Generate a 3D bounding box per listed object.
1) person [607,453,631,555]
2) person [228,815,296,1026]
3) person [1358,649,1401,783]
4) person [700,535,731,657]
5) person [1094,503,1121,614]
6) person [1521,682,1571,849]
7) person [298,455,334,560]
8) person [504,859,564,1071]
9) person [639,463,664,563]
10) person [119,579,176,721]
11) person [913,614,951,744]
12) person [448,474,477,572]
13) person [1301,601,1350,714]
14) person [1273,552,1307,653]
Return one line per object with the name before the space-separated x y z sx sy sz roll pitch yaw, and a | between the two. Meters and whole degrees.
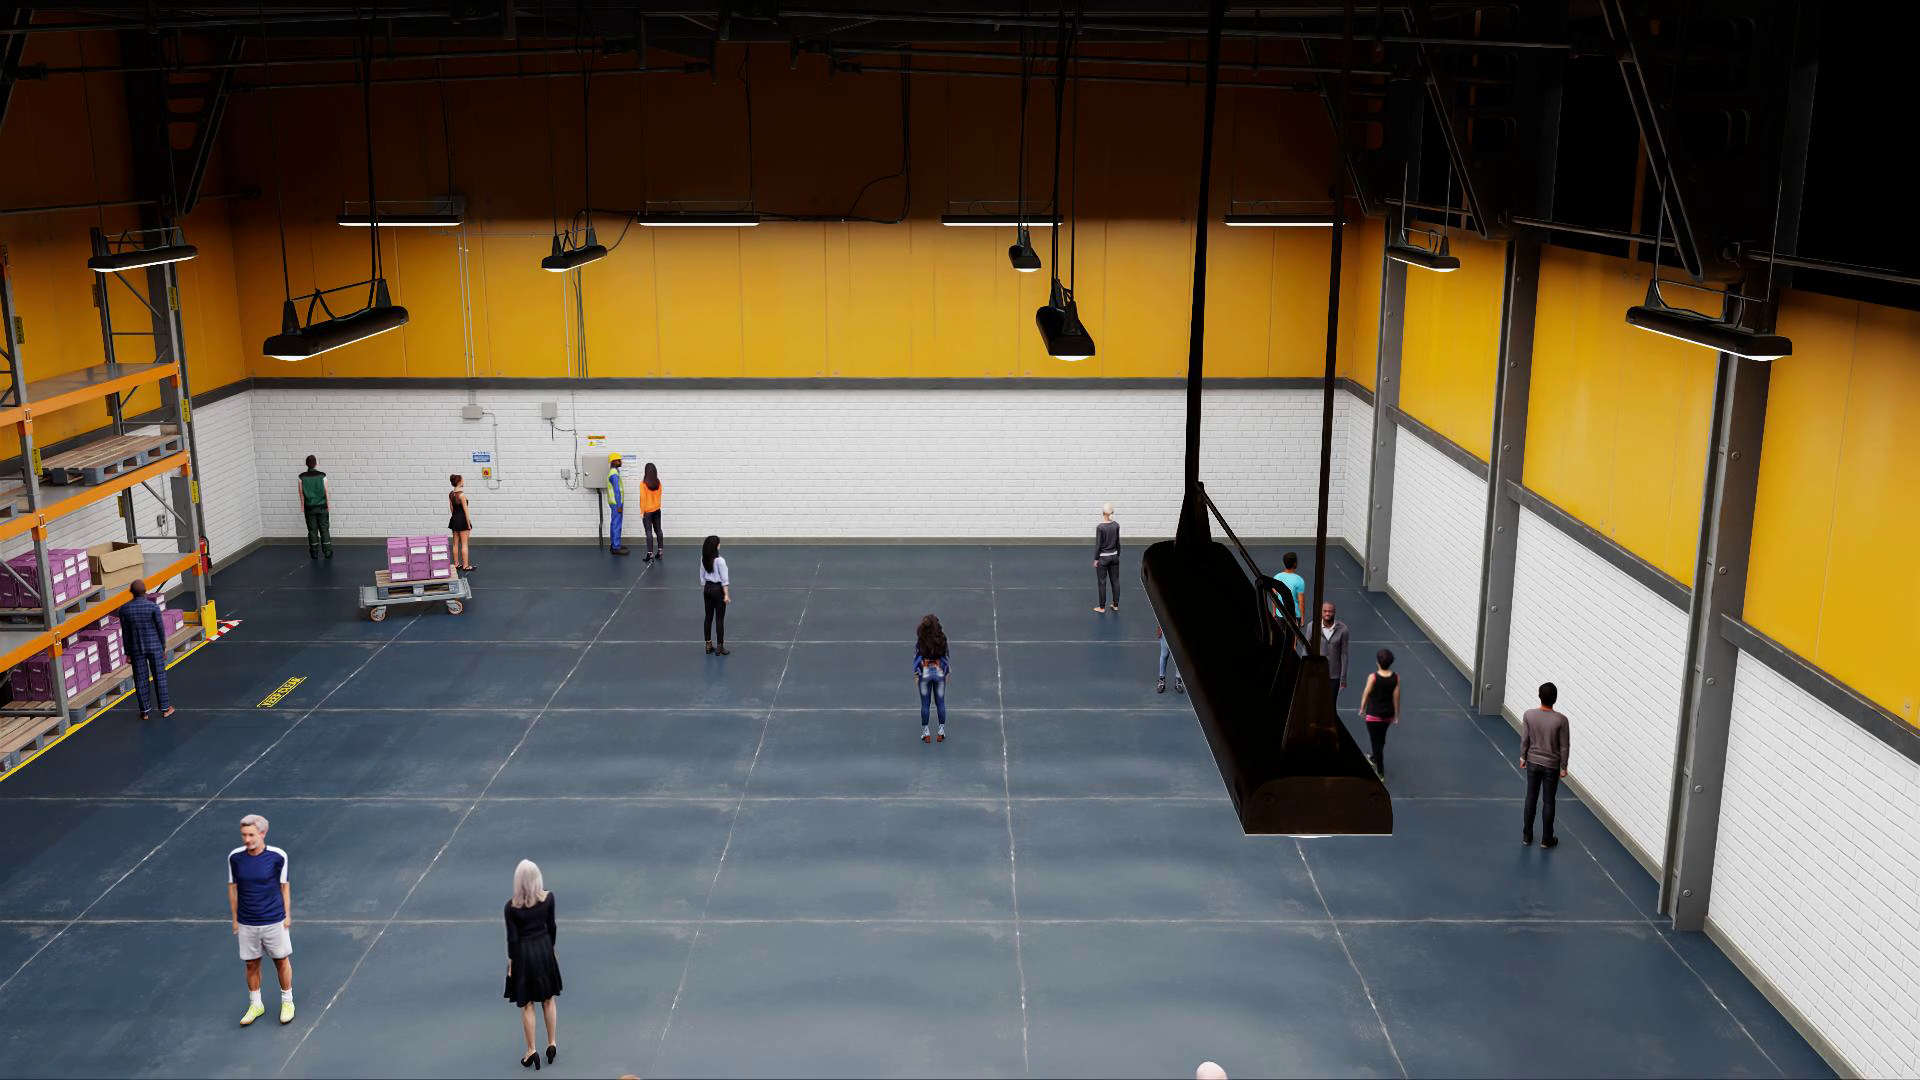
person | -6.119 -0.670 29.630 0.782 1.812 0.593 -3 14 -14
person | -5.818 3.135 13.859 0.661 1.839 0.597 -2 14 -7
person | 4.859 2.024 19.108 0.667 1.529 0.938 -3 14 -13
person | -3.513 0.778 23.796 0.732 1.743 0.753 9 16 34
person | 2.305 0.264 25.957 0.677 1.725 0.657 -6 15 -22
person | 6.070 2.333 17.321 0.713 1.768 0.716 6 15 22
person | -11.340 -0.597 29.265 0.701 1.842 0.671 -4 14 -18
person | -3.383 3.347 13.179 0.698 1.747 0.739 -10 17 -36
person | -5.390 -0.499 29.059 0.769 1.748 0.686 10 17 37
person | -10.356 1.380 21.152 0.734 1.819 0.722 -5 14 -19
person | -0.347 1.679 20.348 0.613 1.615 0.564 -1 14 -5
person | -8.552 -0.308 28.429 0.678 1.675 0.717 9 16 33
person | 4.422 1.618 20.169 0.754 1.818 0.661 3 14 10
person | 4.473 1.033 22.674 0.693 1.776 0.717 10 17 36
